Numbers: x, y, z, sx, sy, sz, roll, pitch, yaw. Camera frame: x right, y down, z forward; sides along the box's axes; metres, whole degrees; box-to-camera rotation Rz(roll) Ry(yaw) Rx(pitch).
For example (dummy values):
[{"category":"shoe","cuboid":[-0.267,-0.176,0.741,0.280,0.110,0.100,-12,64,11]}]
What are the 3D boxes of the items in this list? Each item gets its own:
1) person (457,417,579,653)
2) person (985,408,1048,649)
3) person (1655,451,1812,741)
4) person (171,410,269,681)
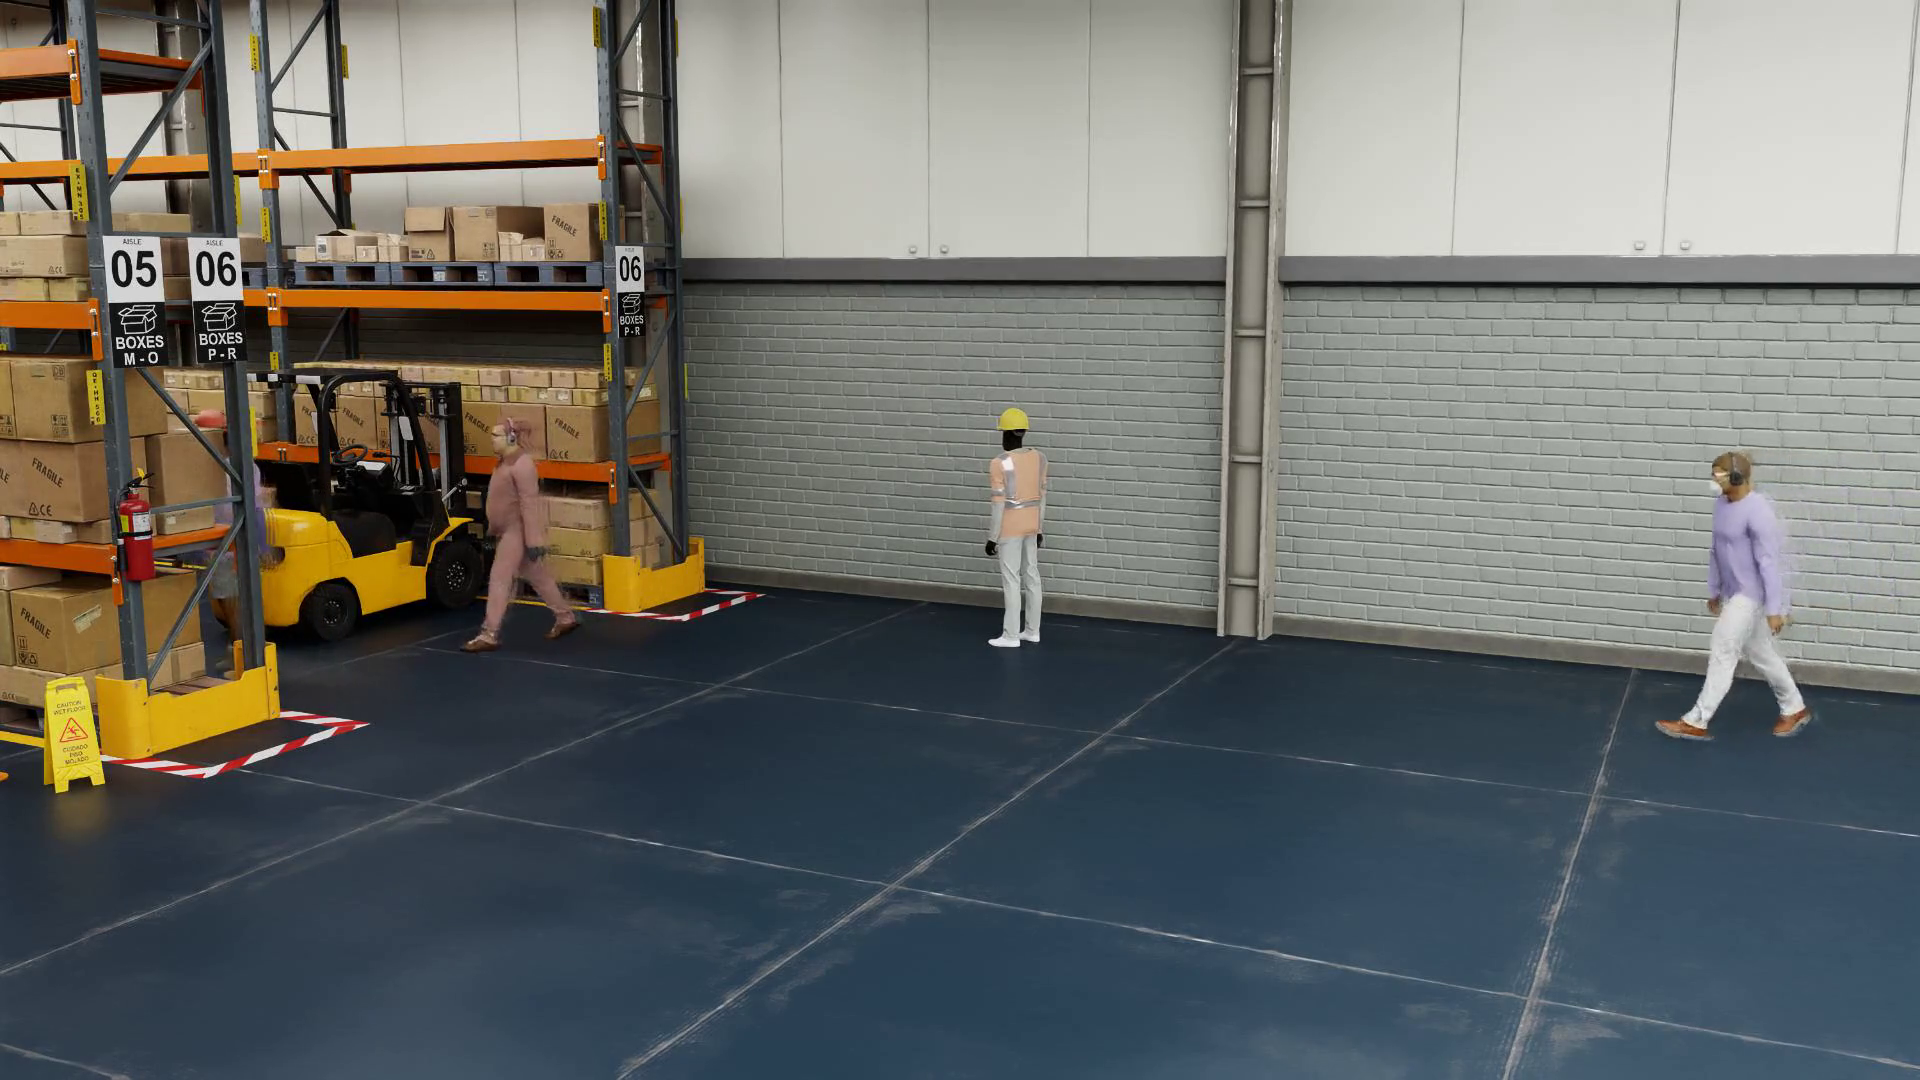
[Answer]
[{"category":"person","cuboid":[-3.545,-0.062,13.370,0.995,1.869,0.631,-4,10,-25]},{"category":"person","cuboid":[0.443,-0.091,13.326,0.585,1.929,0.371,-8,12,-41]},{"category":"person","cuboid":[5.081,0.370,10.675,1.032,1.886,0.673,0,9,3]},{"category":"person","cuboid":[-5.443,0.057,12.179,0.707,2.014,0.607,4,10,22]}]
